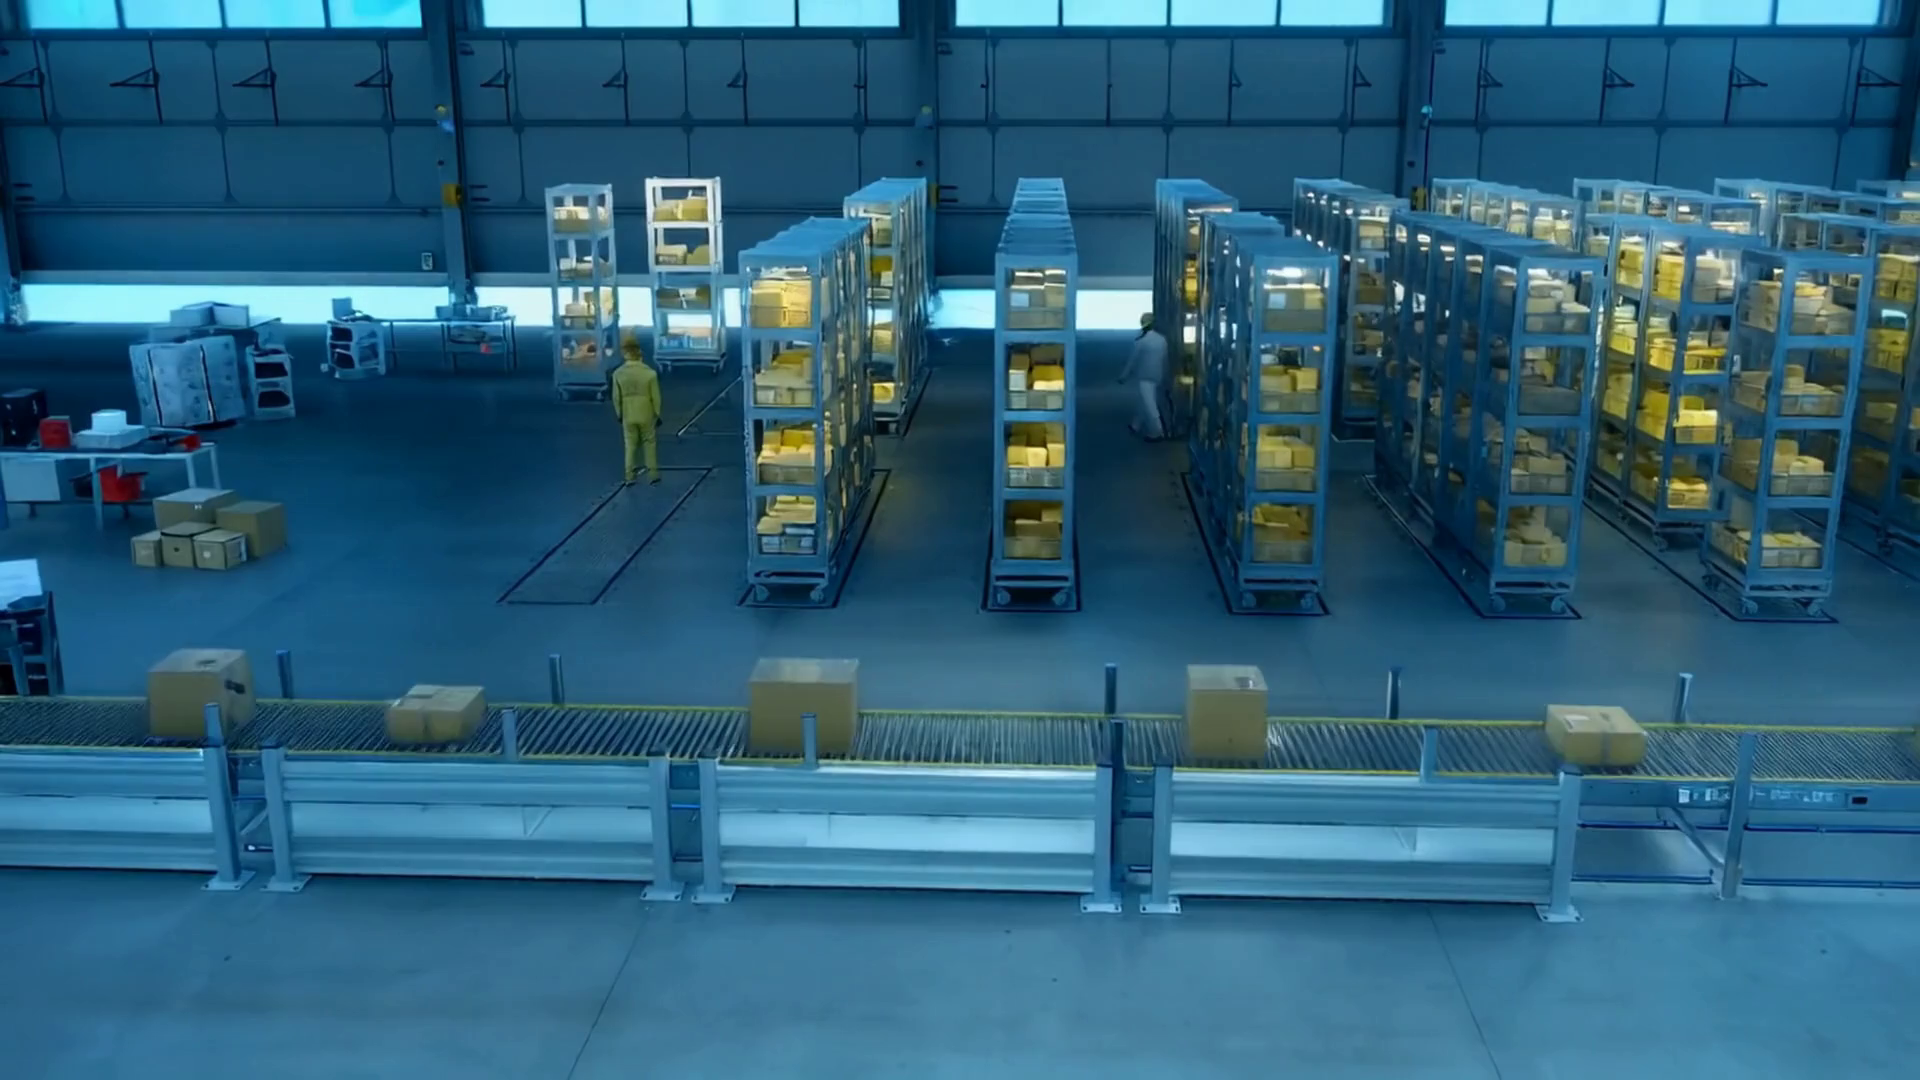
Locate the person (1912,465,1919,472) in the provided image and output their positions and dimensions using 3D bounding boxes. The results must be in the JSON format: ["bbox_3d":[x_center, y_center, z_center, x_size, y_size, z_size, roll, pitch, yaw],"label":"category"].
[{"bbox_3d":[13.518,-1.717,22.505,0.950,1.806,0.587,3,15,12],"label":"person"}]

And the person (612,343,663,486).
[{"bbox_3d":[-4.265,-1.664,22.105,0.643,1.909,0.410,2,15,6],"label":"person"}]

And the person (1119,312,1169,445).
[{"bbox_3d":[2.717,-2.432,24.851,0.901,1.952,0.627,14,20,41],"label":"person"}]
